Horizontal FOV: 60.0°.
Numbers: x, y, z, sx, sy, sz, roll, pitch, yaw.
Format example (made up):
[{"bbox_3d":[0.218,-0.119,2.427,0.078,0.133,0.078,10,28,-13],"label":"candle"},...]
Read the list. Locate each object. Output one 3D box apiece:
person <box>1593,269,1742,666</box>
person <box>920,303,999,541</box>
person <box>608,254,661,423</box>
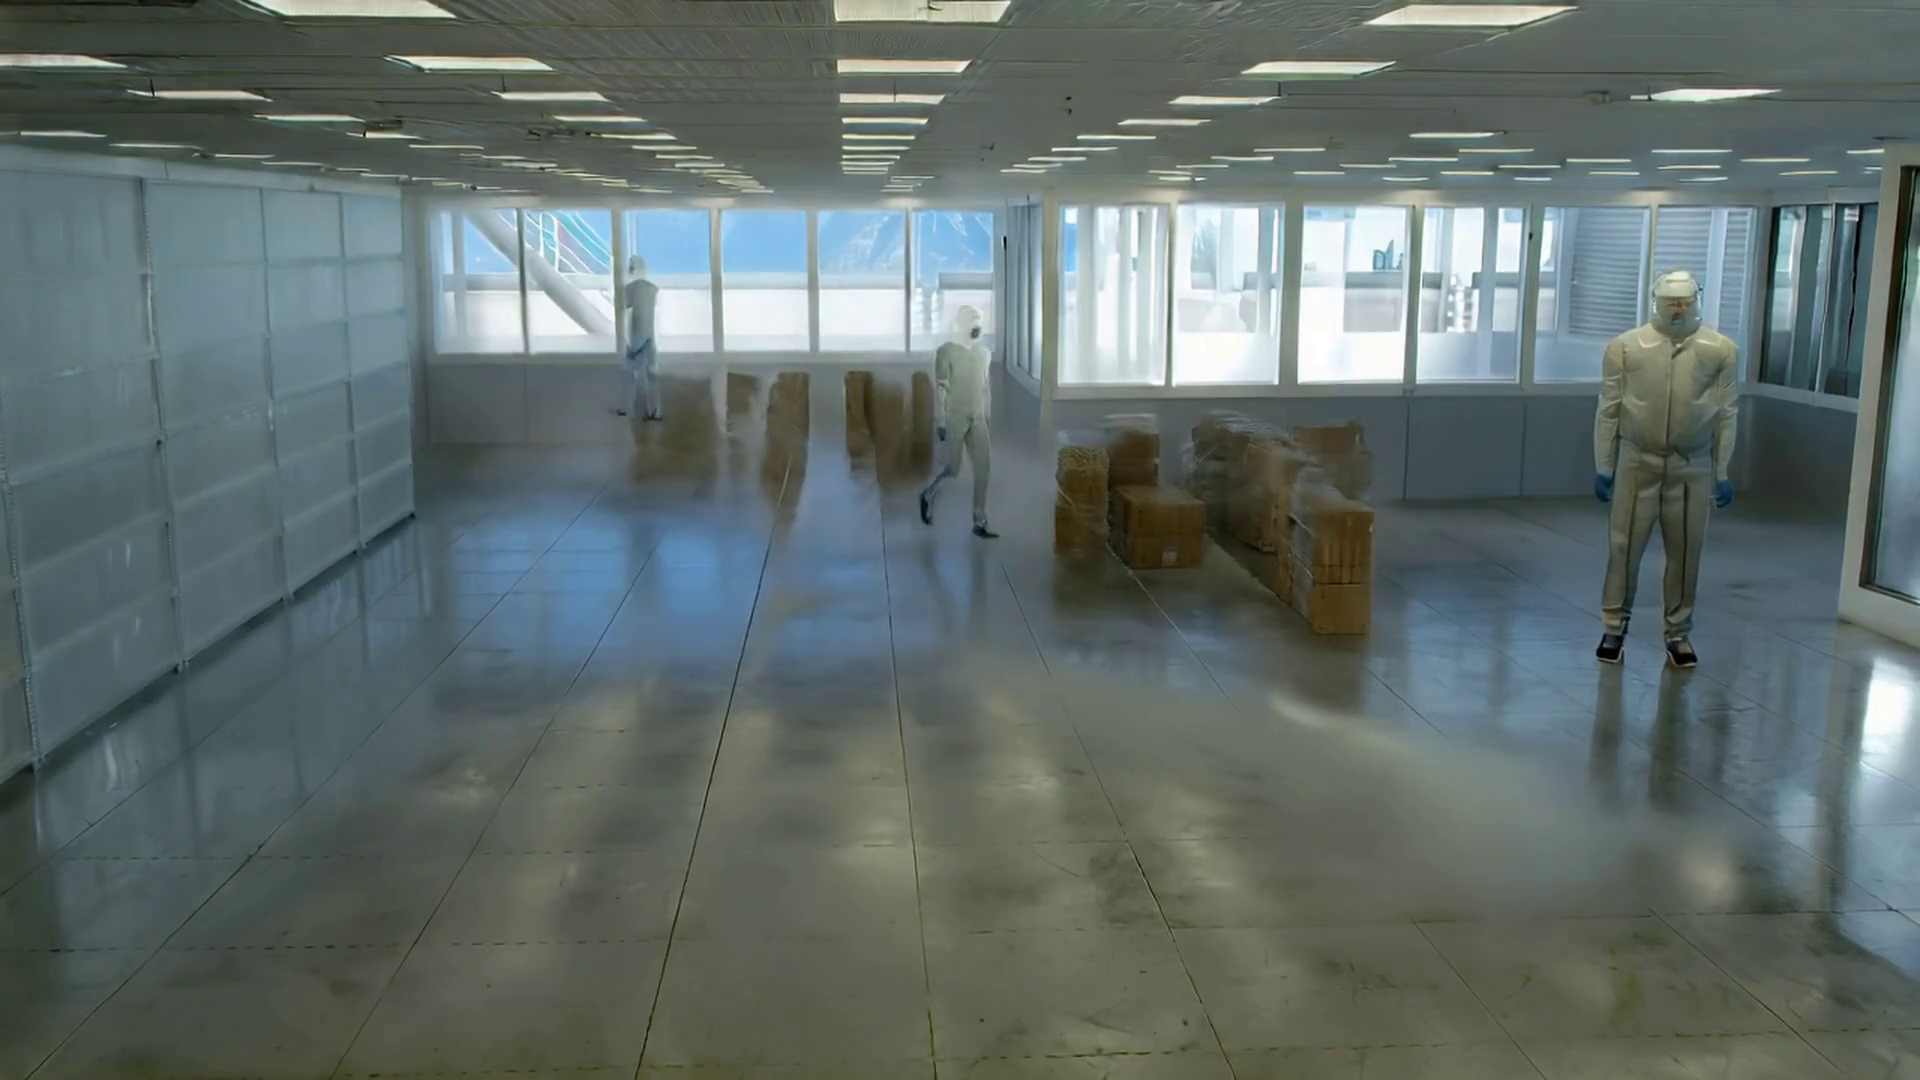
[{"bbox_3d":[3.397,-0.341,8.024,0.652,1.906,0.405,3,11,16],"label":"person"},{"bbox_3d":[-0.007,-0.820,11.385,0.501,1.610,0.629,-7,13,-35],"label":"person"},{"bbox_3d":[-3.577,-2.215,18.305,0.819,1.839,0.532,9,14,40],"label":"person"}]
